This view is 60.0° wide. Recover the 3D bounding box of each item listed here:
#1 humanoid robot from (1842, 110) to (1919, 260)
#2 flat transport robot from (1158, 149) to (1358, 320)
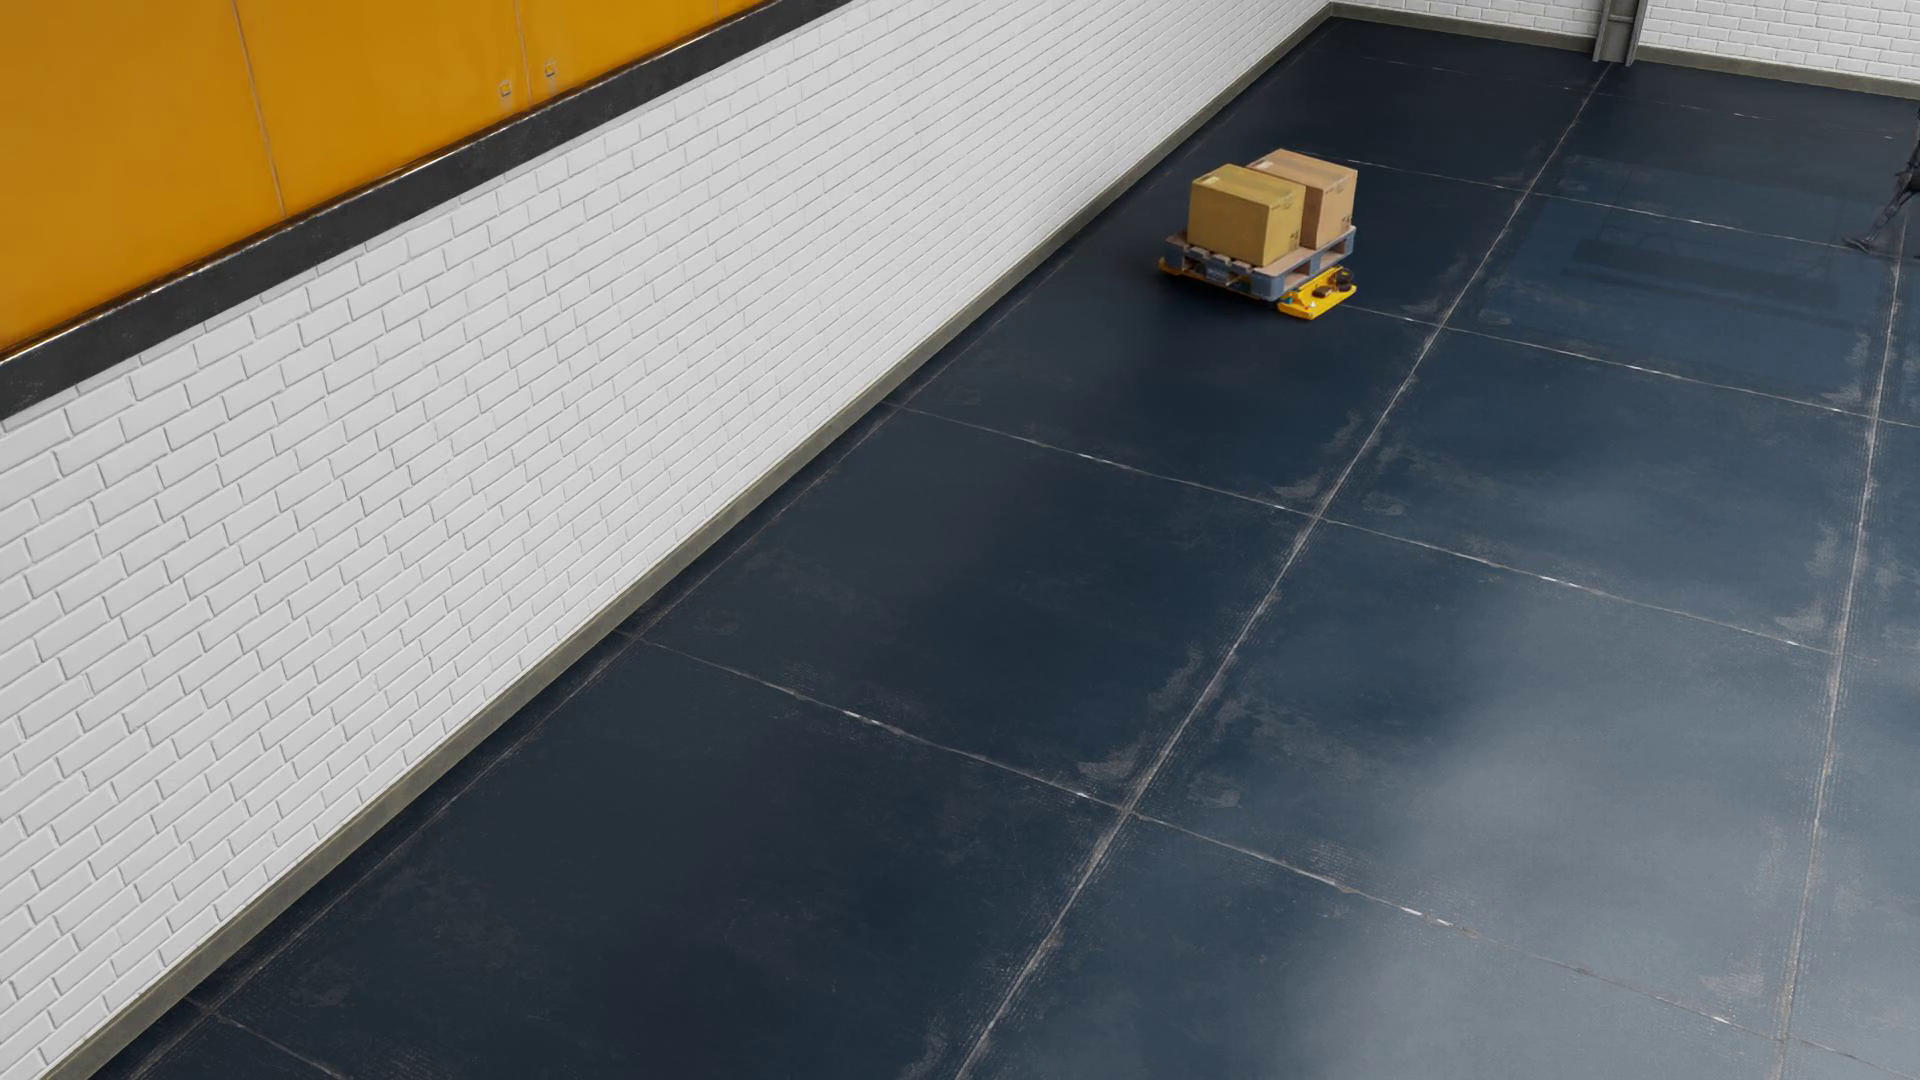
[{"bbox_3d":[7.695,-3.014,13.239,0.785,1.621,0.584,27,43,34],"label":"humanoid robot"},{"bbox_3d":[2.340,-2.119,13.130,1.431,0.231,0.659,26,42,33],"label":"flat transport robot"}]
